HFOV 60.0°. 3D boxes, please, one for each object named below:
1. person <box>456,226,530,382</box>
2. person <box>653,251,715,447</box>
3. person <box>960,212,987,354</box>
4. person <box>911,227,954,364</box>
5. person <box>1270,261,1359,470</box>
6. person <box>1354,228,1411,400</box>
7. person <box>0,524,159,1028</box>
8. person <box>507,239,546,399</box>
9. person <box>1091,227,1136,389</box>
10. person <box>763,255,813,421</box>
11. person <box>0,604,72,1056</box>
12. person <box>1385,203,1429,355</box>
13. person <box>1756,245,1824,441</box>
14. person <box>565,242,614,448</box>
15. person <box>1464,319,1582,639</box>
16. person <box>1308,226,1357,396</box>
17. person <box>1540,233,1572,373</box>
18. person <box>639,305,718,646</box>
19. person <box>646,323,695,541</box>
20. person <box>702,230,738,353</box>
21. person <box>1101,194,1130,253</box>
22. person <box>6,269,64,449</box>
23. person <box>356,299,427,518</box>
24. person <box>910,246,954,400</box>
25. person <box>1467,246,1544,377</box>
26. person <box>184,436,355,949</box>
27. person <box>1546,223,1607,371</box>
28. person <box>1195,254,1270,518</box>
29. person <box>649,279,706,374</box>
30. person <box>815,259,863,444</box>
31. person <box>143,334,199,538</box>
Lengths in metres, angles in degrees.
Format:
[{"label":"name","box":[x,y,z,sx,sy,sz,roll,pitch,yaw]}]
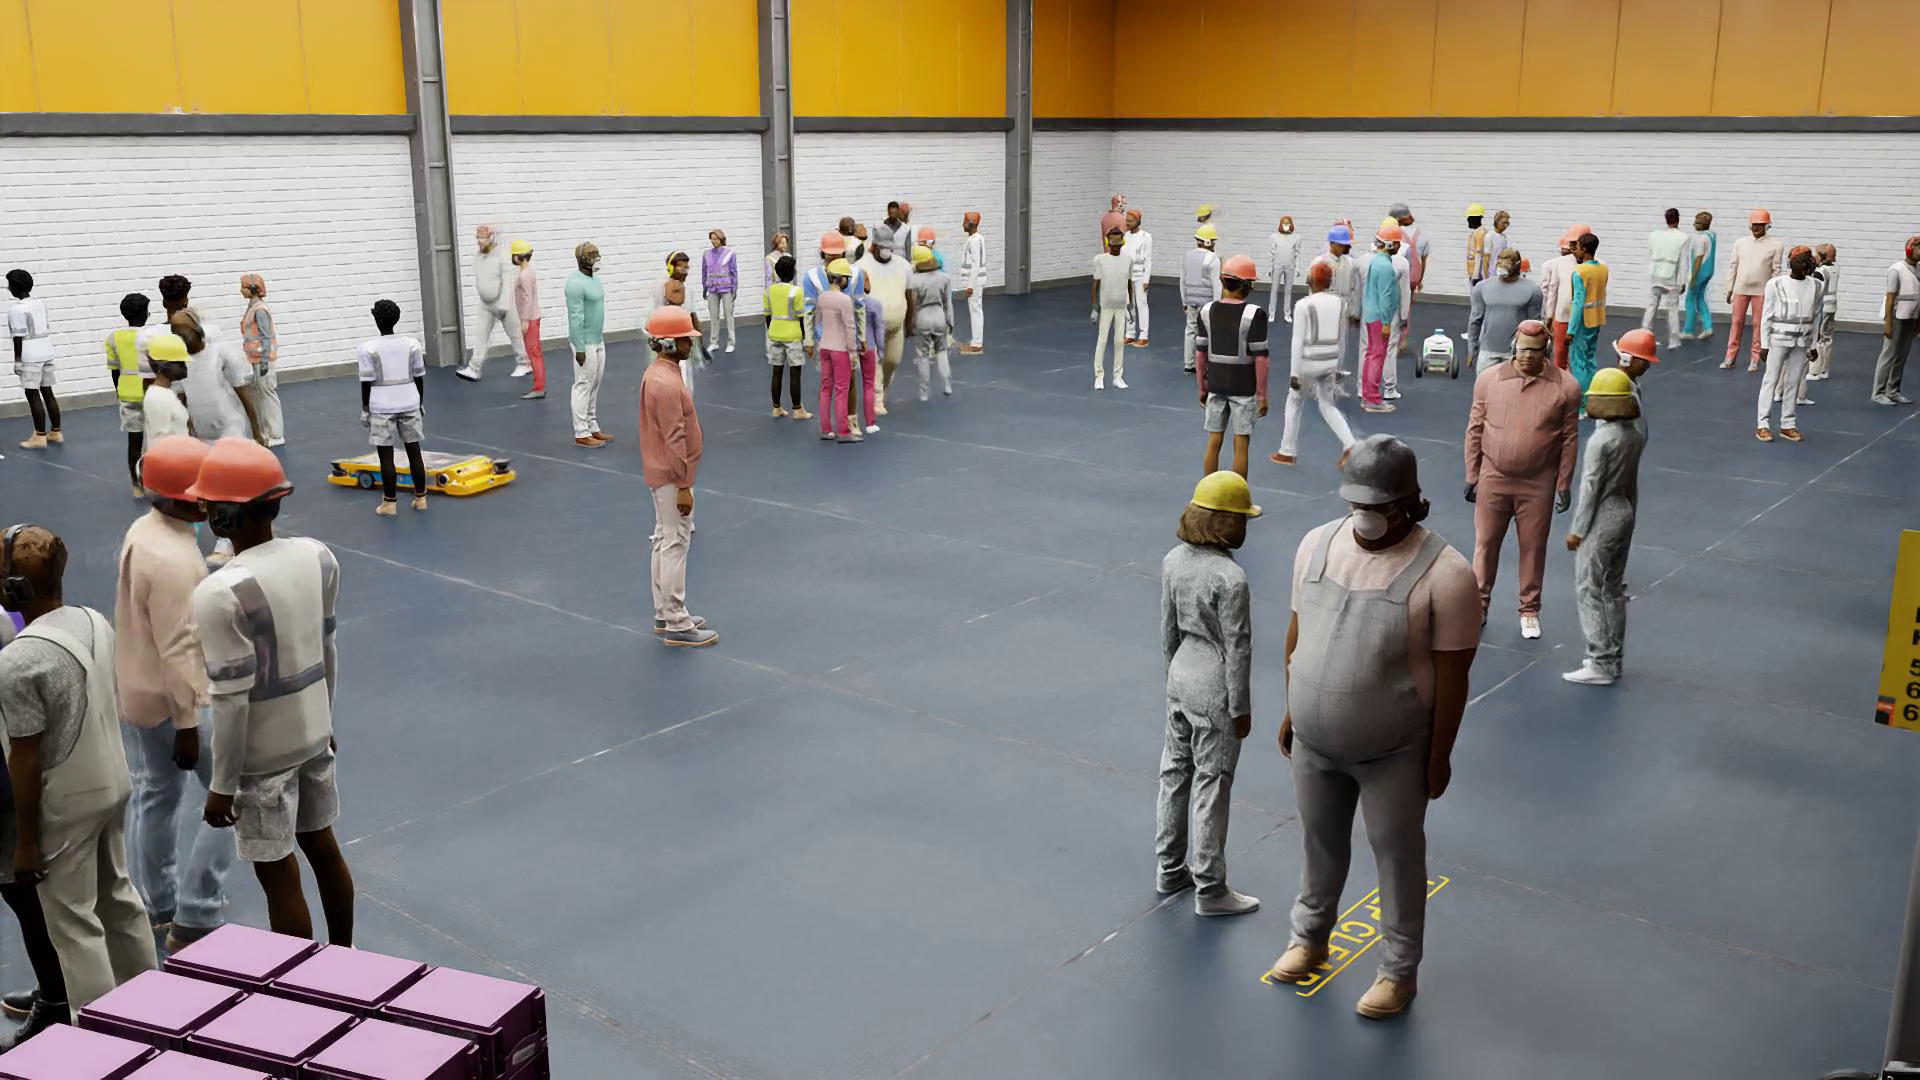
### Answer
[{"label":"person","box":[-5.567,-2.814,19.821,0.640,1.837,1.062,7,16,26]},{"label":"person","box":[-2.612,-1.772,15.644,0.442,1.854,0.513,8,16,28]},{"label":"person","box":[0.173,-3.423,22.172,0.353,1.883,0.573,1,14,4]},{"label":"person","box":[-0.373,-3.107,21.187,0.445,1.735,0.587,-5,15,-18]},{"label":"person","box":[3.206,-1.533,14.710,0.614,1.855,0.828,-7,16,-27]},{"label":"person","box":[4.677,-2.509,18.473,0.642,1.909,0.410,7,16,26]},{"label":"person","box":[-2.786,0.845,5.222,0.341,1.839,0.501,0,14,1]},{"label":"person","box":[-4.835,-2.455,18.543,0.327,1.767,0.533,-2,14,-7]},{"label":"person","box":[1.774,-2.671,19.206,0.534,1.864,0.313,-3,14,-12]},{"label":"person","box":[-1.782,-2.077,17.170,0.532,1.697,0.319,8,16,30]},{"label":"person","box":[-3.091,0.736,5.389,0.370,1.963,0.608,-3,14,-13]},{"label":"person","box":[5.799,-3.498,22.152,0.712,2.000,0.643,-5,15,-20]},{"label":"person","box":[8.003,-1.890,16.046,0.575,1.884,0.355,-1,14,-4]},{"label":"person","box":[-3.523,-1.849,15.770,0.353,1.937,0.635,2,14,6]},{"label":"person","box":[3.316,-0.358,9.888,0.639,1.903,0.407,6,15,22]},{"label":"person","box":[4.190,-2.551,18.641,0.554,1.918,0.464,-8,16,-30]},{"label":"person","box":[7.215,-2.791,19.908,0.573,1.750,0.332,0,14,-2]},{"label":"person","box":[-1.676,-0.373,9.759,0.375,1.995,0.611,-5,15,-19]},{"label":"person","box":[-2.129,-0.804,12.221,0.313,1.634,0.514,2,14,7]},{"label":"person","box":[-3.221,-3.335,22.323,0.528,1.637,0.313,5,15,18]},{"label":"person","box":[2.545,-4.606,26.850,0.410,1.909,0.642,-7,16,-26]},{"label":"person","box":[-8.769,-1.714,15.741,0.321,1.688,0.536,0,14,0]},{"label":"person","box":[-4.417,-1.025,12.966,0.542,1.695,0.316,-13,19,-41]},{"label":"person","box":[-0.324,-2.392,18.395,0.543,1.710,0.364,-4,15,-17]},{"label":"person","box":[4.964,-1.712,15.226,0.635,1.934,0.353,6,15,22]},{"label":"person","box":[-2.275,0.668,5.493,0.369,2.048,0.605,3,14,13]},{"label":"person","box":[6.563,-2.383,17.791,0.623,1.992,0.396,14,19,43]},{"label":"person","box":[2.121,-1.179,12.879,0.615,2.043,0.373,11,18,37]},{"label":"person","box":[-2.637,-1.661,15.718,0.492,1.600,0.725,12,18,40]},{"label":"person","box":[-1.169,-1.812,15.986,0.327,1.761,0.522,-13,19,-41]},{"label":"person","box":[-4.883,-0.405,10.370,0.386,1.754,0.550,-5,15,-20]}]
